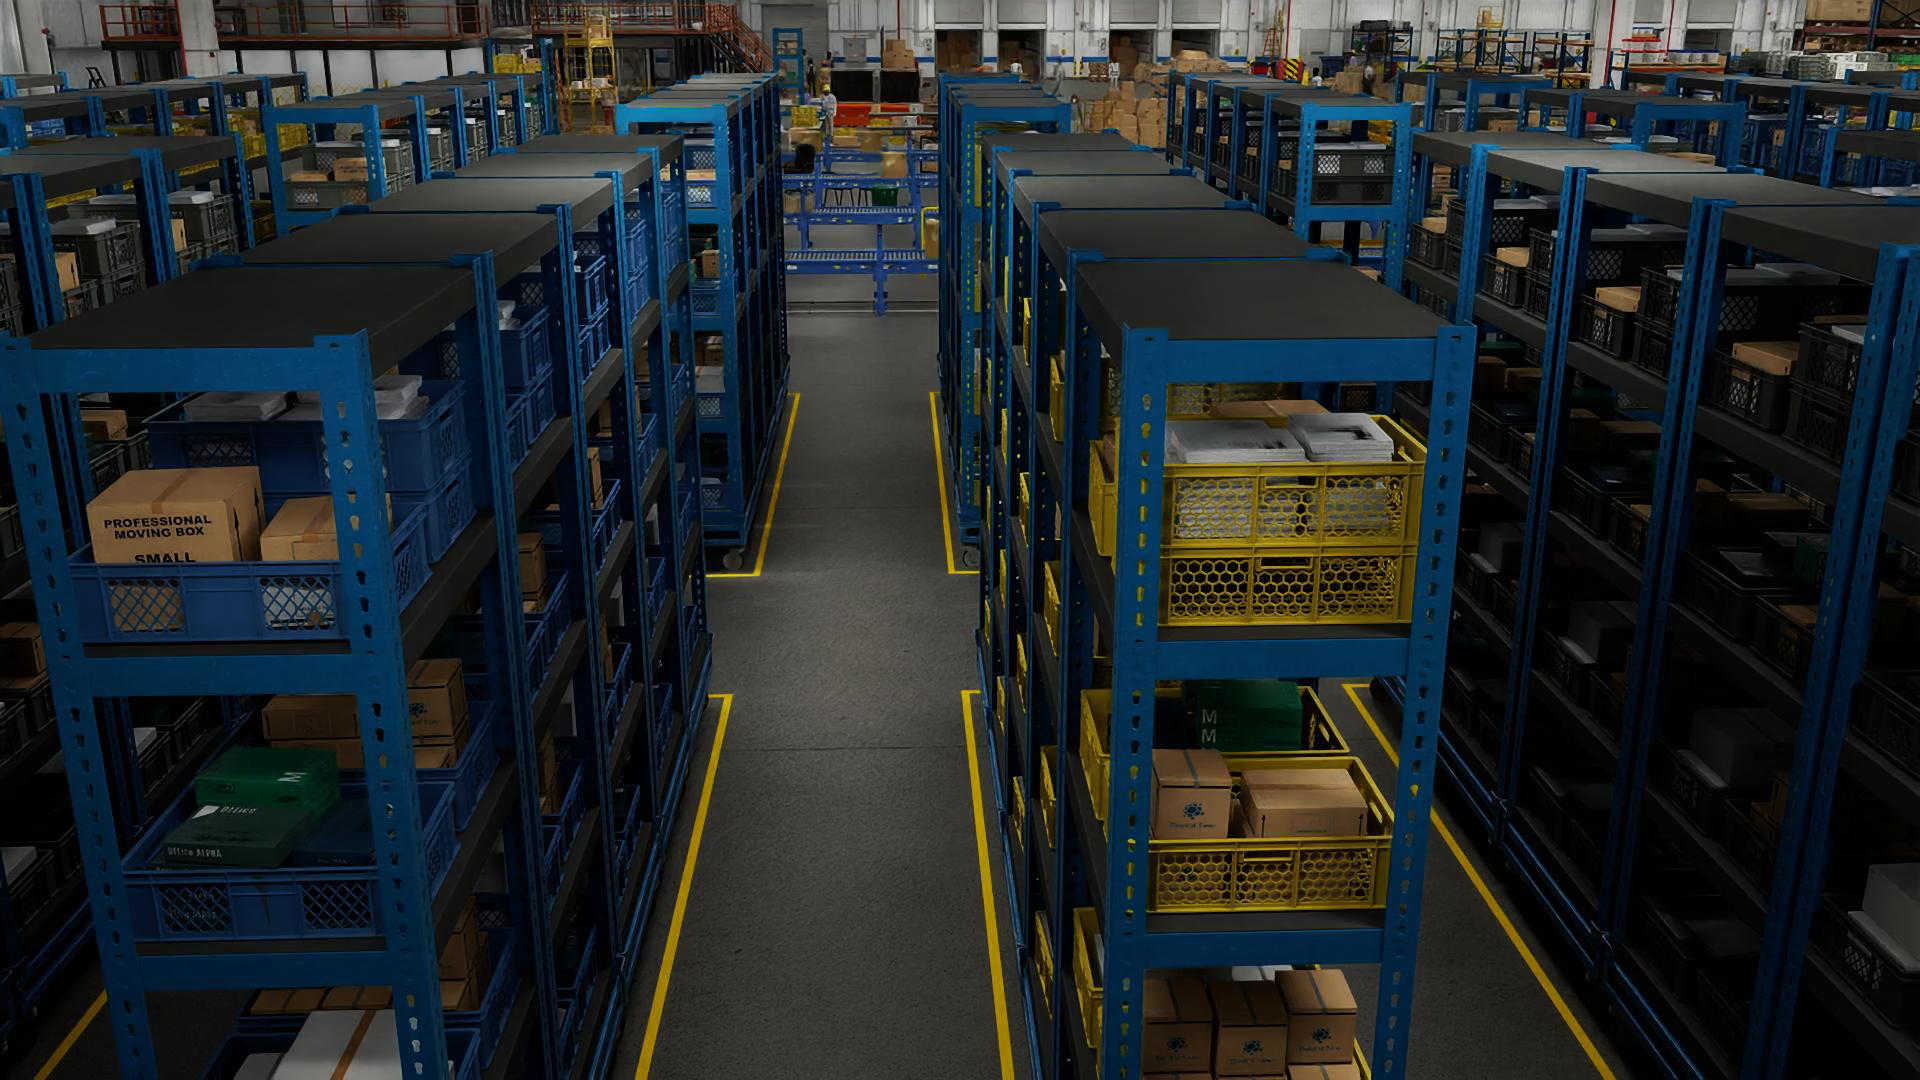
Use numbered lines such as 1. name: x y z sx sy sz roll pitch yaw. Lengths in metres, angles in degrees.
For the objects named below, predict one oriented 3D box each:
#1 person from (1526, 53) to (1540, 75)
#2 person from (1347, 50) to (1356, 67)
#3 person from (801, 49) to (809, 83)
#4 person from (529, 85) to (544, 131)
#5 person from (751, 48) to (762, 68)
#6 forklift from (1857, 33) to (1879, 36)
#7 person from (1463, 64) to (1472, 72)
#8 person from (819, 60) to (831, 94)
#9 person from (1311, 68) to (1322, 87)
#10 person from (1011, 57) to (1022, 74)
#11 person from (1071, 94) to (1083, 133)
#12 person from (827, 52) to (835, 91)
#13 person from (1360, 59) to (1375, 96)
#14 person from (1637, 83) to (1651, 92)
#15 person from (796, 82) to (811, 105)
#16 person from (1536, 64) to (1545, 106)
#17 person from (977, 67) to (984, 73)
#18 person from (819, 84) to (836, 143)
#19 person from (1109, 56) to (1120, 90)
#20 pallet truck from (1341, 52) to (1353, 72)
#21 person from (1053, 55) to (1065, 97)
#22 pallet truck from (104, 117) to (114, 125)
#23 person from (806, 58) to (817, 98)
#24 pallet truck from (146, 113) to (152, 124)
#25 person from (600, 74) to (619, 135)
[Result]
1. person: 28.988 -23.709 84.249 0.670 1.865 1.019 -6 19 -18
2. person: 20.633 -24.807 87.554 0.369 1.928 0.586 -13 22 -34
3. person: -8.535 -25.987 91.298 0.511 1.872 0.328 3 18 9
4. person: -14.063 -14.226 55.125 0.372 1.729 0.513 0 18 1
5. person: -11.217 -26.151 91.752 0.585 1.911 0.388 -7 19 -22
6. forklift: 46.104 -24.422 84.837 1.129 2.768 1.873 3 18 10
7. person: 26.452 -24.344 86.318 0.938 1.796 0.646 5 18 14
8. person: -5.904 -20.011 72.744 0.550 1.914 0.875 -5 18 -14
9. person: 13.441 -16.875 62.947 0.368 1.966 0.603 15 23 38
10. person: 2.638 -21.555 77.566 0.576 1.881 0.352 10 20 28
11. person: 3.533 -13.002 51.568 0.528 1.586 0.856 2 18 5
12. person: -6.593 -23.846 84.597 0.391 1.918 0.590 -11 21 -31
13. person: 17.537 -19.731 71.666 0.824 2.000 0.703 -3 18 -8
14. person: 24.994 -16.031 60.877 0.507 1.629 0.316 0 18 0
15. person: -4.858 -13.562 52.799 0.555 1.899 0.903 15 23 38
16. person: 24.118 -18.862 69.271 0.531 1.860 0.332 -9 20 -25
17. person: 0.855 -17.473 64.901 0.952 1.889 0.562 6 19 18
18. person: -4.225 -13.529 52.807 0.597 1.832 0.404 2 18 6
19. person: 7.294 -21.921 78.716 0.567 1.878 0.350 -6 19 -18
20. pallet truck: 18.794 -23.123 82.231 0.823 1.965 1.885 -13 22 -35
21. person: 4.671 -22.051 79.031 0.622 1.930 0.773 -13 22 -35
22. pallet truck: -18.367 -7.885 35.078 1.885 1.965 0.823 1 18 2
23. person: -6.879 -21.344 76.969 0.512 1.845 0.340 -4 18 -14
24. pallet truck: -18.087 -8.309 36.390 1.885 1.965 0.823 -1 18 -4
25. person: -11.789 -14.656 56.038 0.612 1.991 0.392 3 18 9
